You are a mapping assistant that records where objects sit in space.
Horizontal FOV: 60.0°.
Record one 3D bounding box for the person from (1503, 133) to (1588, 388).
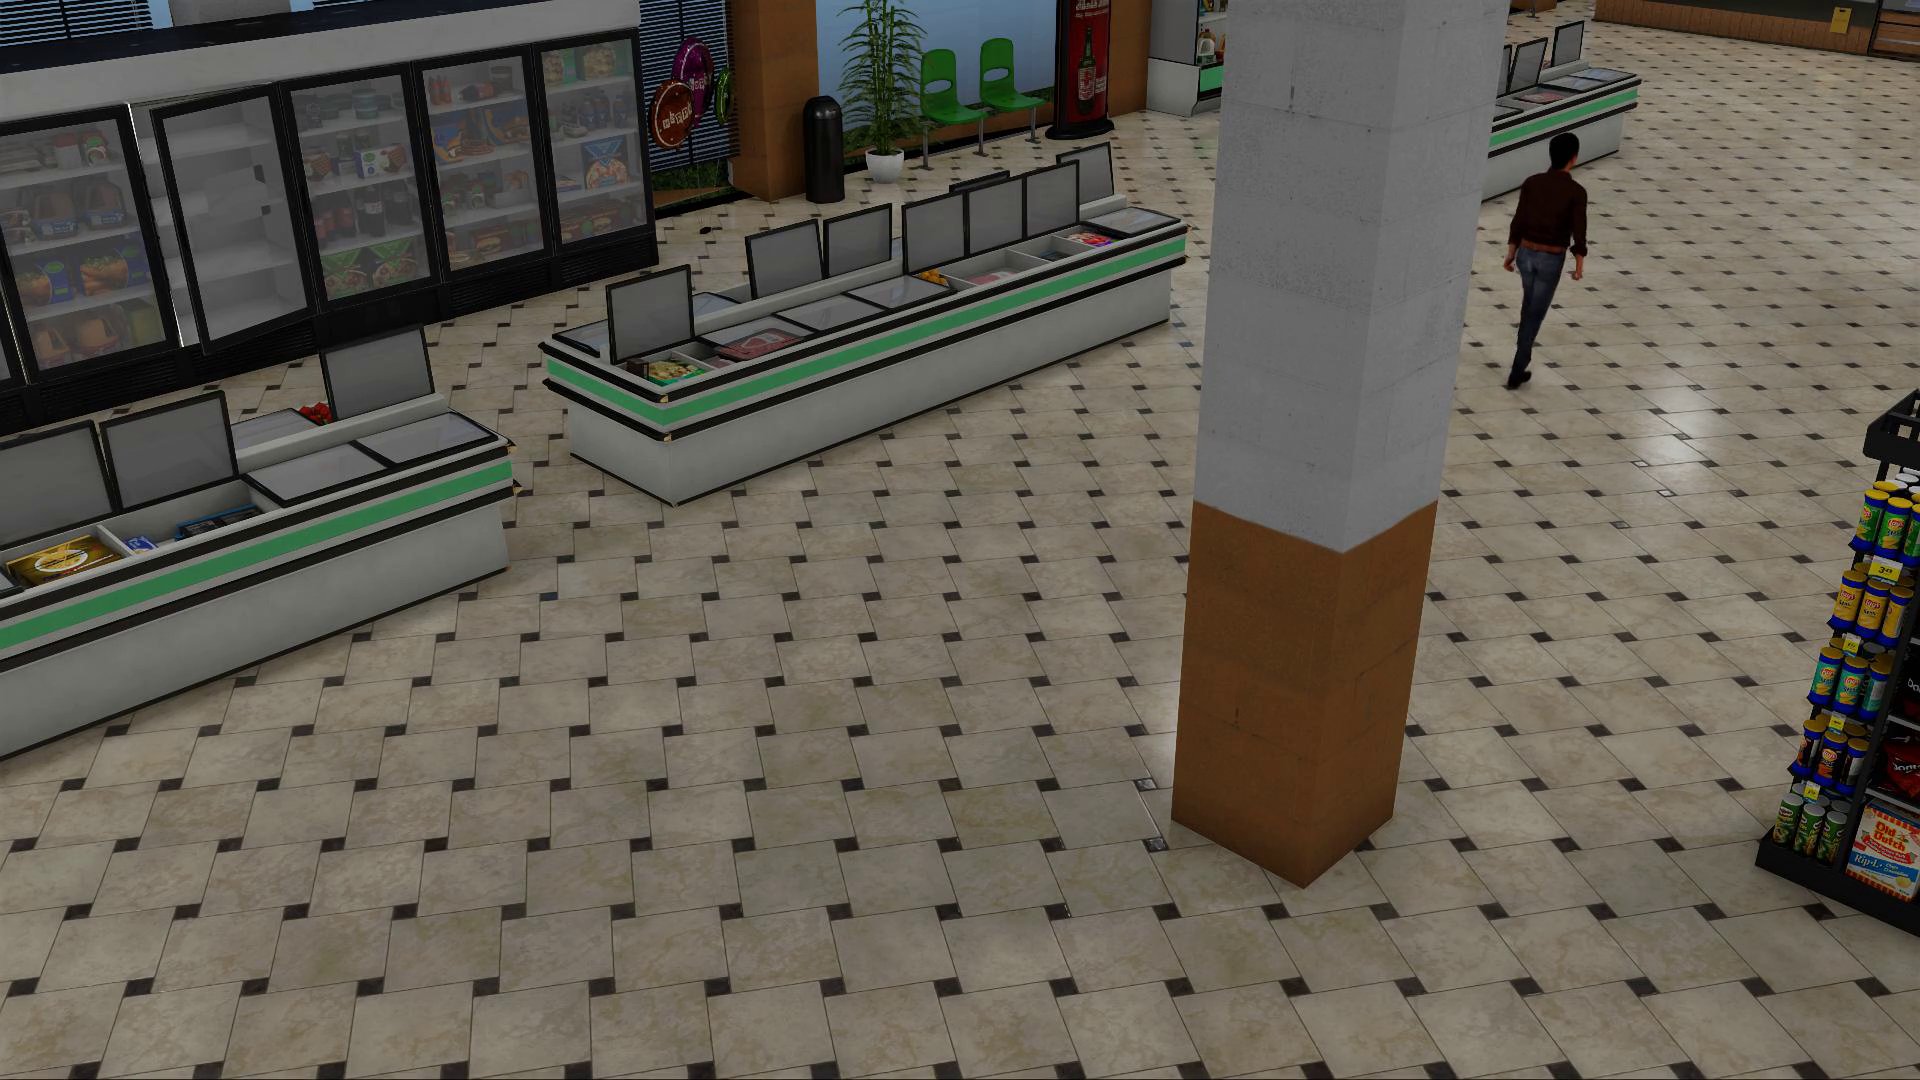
[{"bbox_3d":[3.998,-1.912,11.551,0.684,1.761,0.755,23,35,37],"label":"person"}]
